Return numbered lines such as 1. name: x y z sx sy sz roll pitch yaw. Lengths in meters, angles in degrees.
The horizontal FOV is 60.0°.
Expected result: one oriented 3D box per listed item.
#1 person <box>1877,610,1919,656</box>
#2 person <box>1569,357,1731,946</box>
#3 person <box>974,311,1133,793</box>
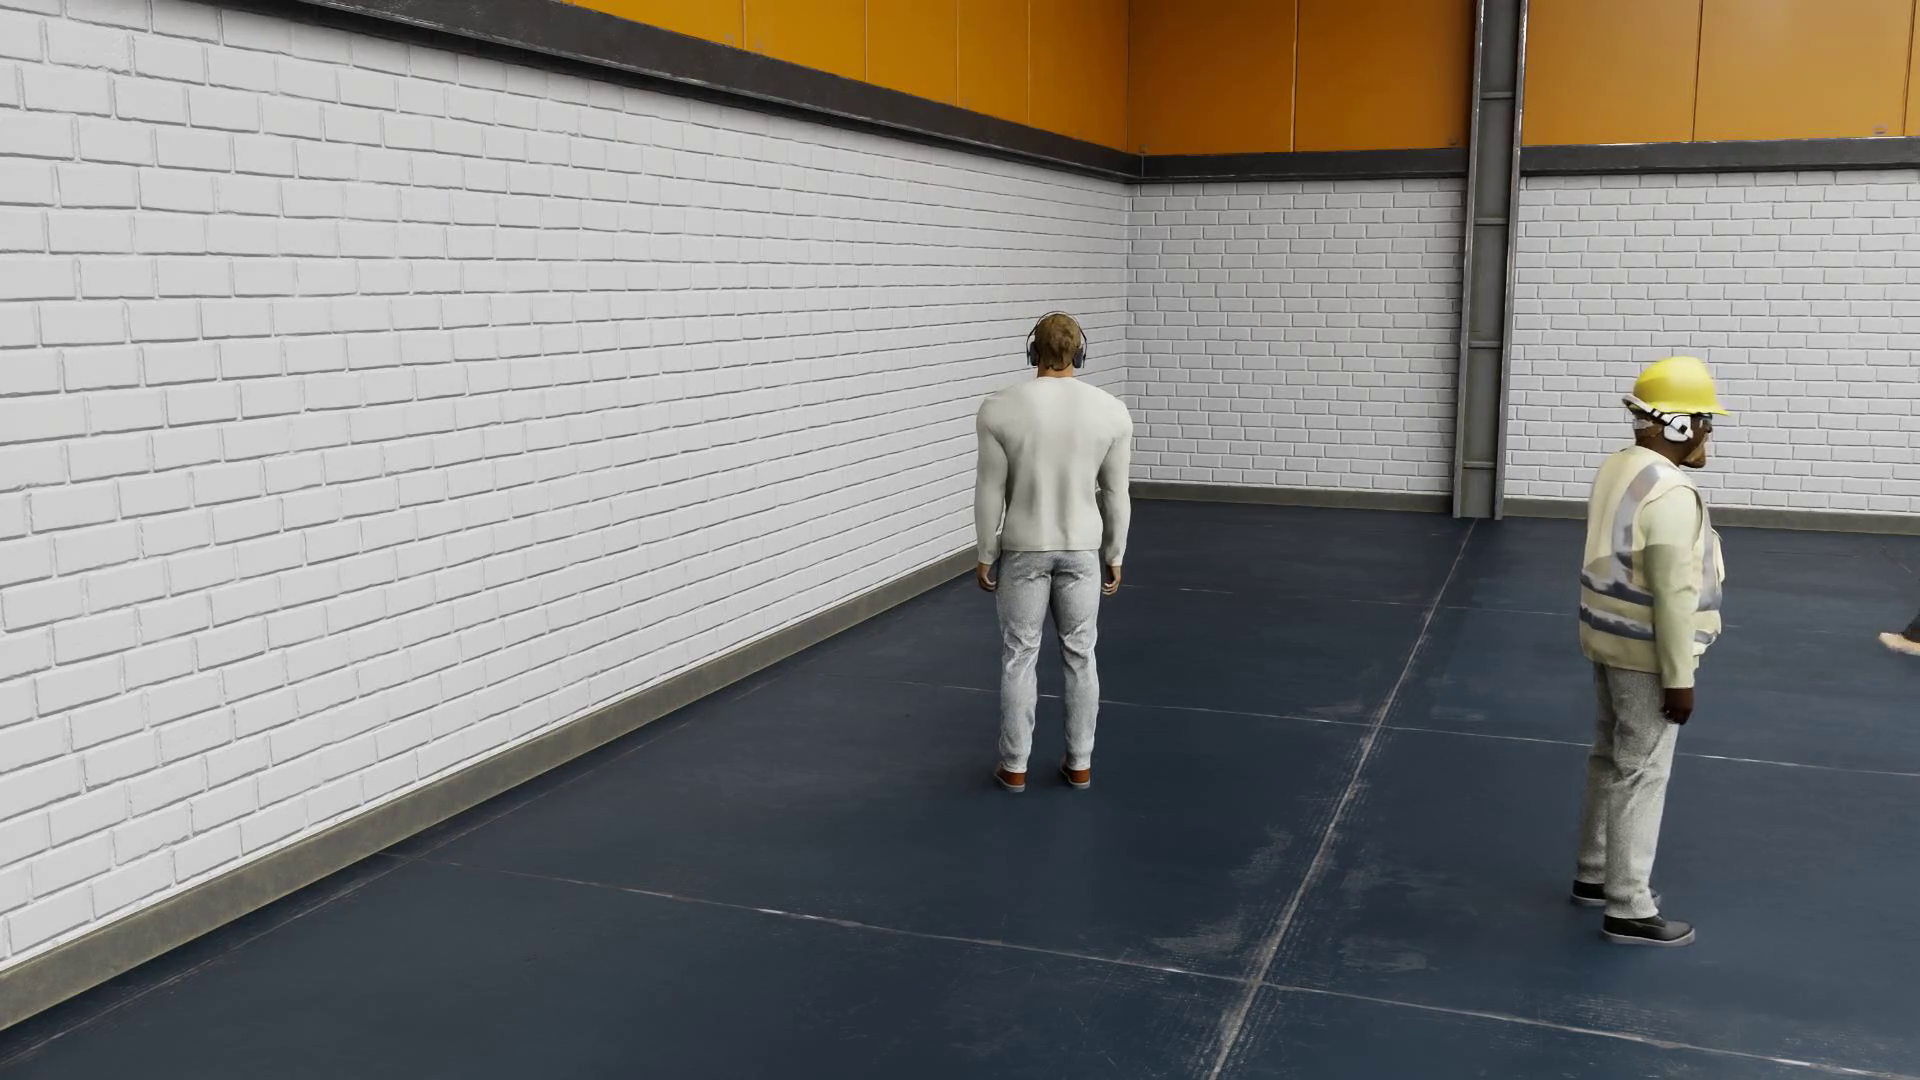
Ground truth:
1. person: 5.484 -0.206 8.755 0.530 1.800 0.980 -6 11 -32
2. person: 2.160 0.341 5.216 0.403 1.822 0.593 1 9 4
3. person: 0.370 0.056 6.675 0.630 1.934 0.366 -1 9 -5
